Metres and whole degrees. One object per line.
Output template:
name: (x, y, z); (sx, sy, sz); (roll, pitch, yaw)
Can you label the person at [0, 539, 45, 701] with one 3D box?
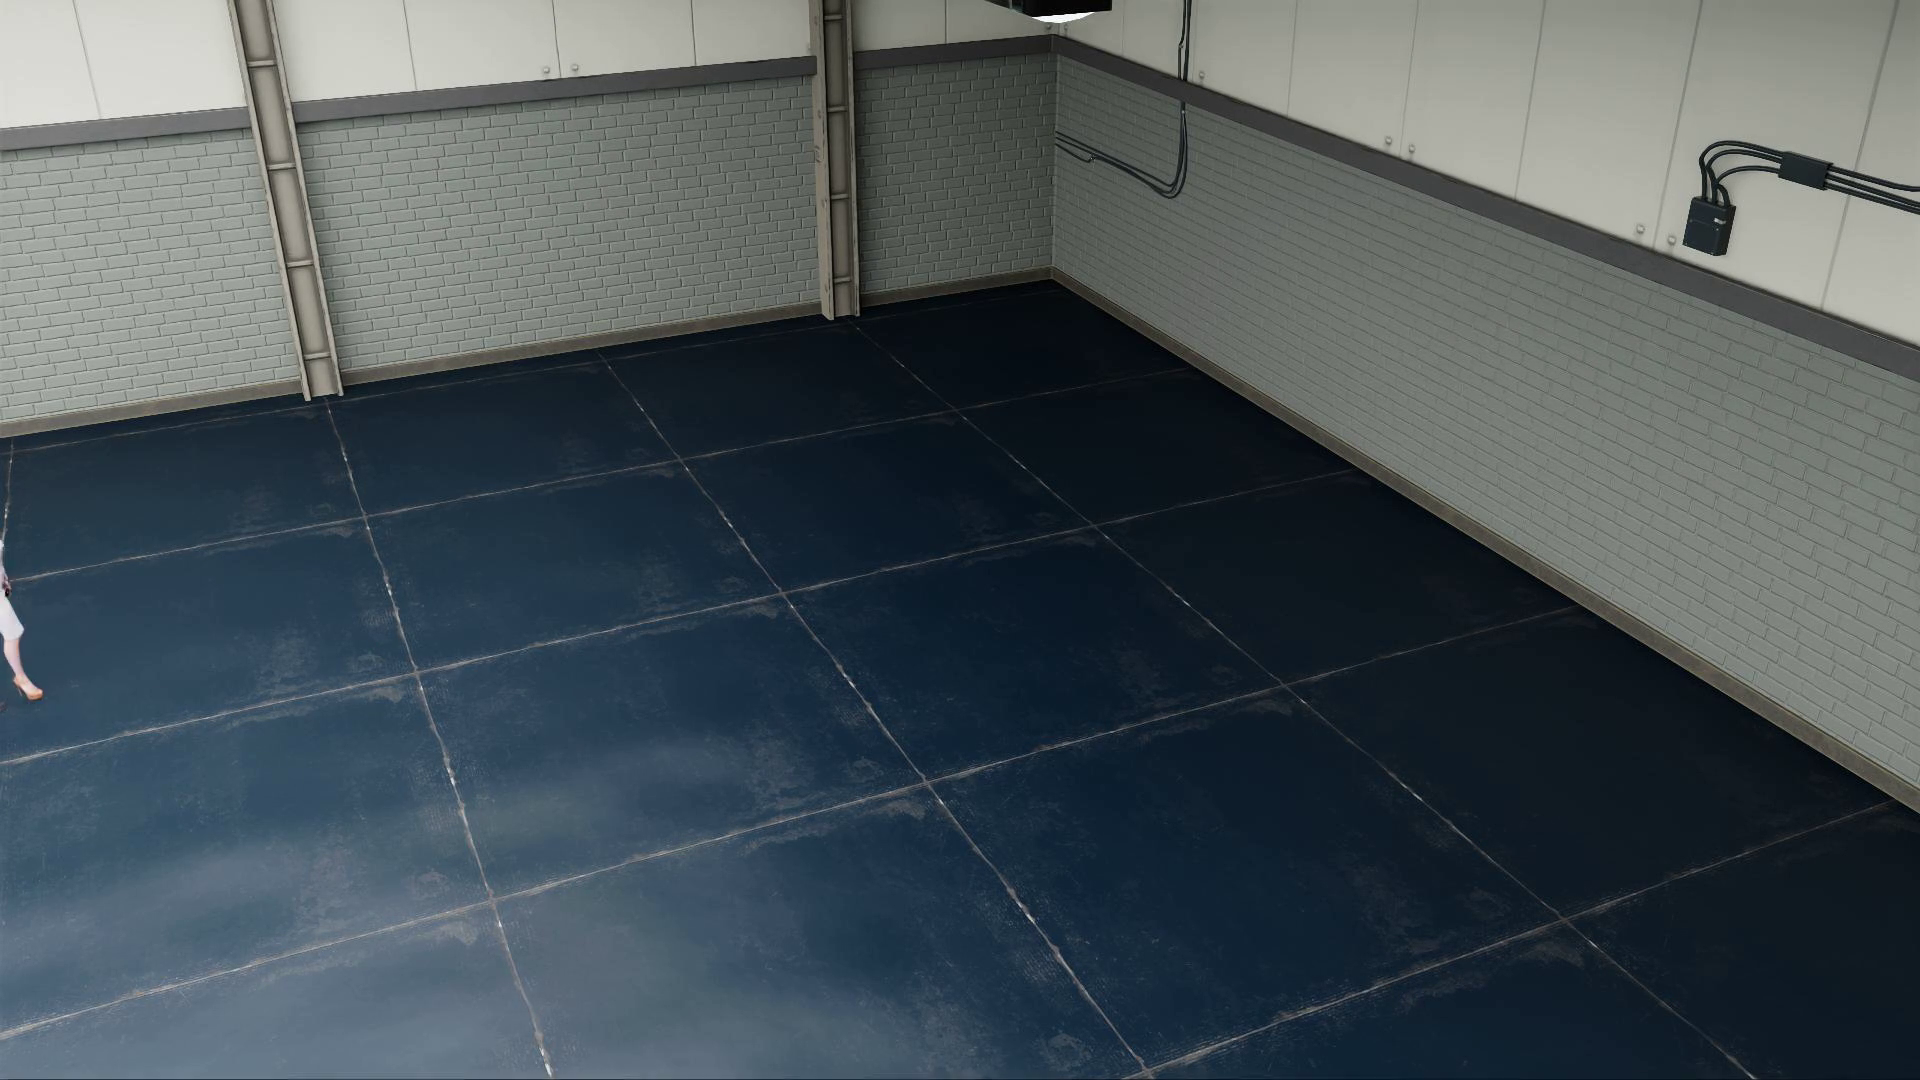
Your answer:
person: (-7.151, 0.426, 12.137); (0.870, 1.772, 0.677); (-11, 29, -21)
